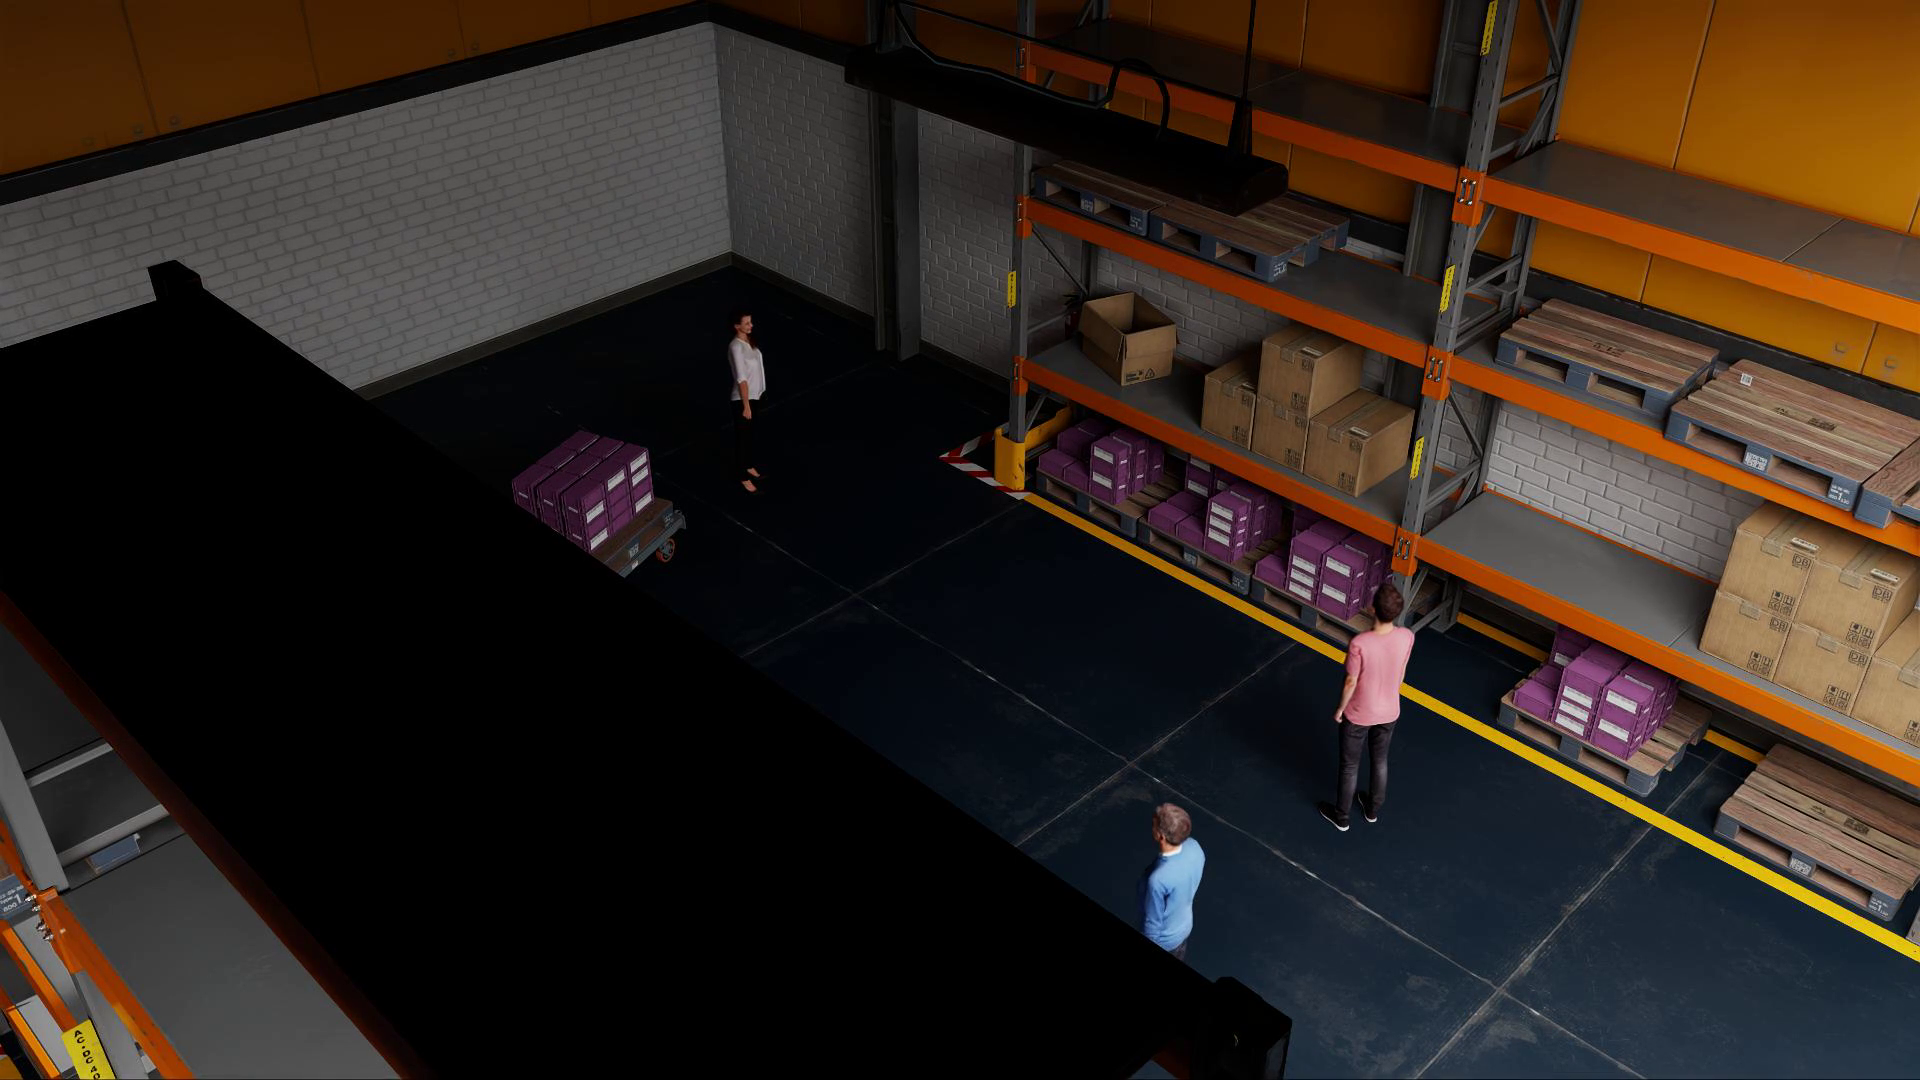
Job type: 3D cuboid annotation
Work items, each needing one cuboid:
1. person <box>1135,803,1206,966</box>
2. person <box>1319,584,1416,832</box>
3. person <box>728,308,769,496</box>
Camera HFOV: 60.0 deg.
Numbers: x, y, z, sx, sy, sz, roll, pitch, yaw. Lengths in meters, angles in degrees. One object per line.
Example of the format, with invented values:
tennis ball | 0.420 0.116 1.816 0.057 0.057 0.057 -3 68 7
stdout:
person | 1.189 2.234 9.595 0.597 1.817 0.686 23 40 30
person | 2.746 1.130 11.129 0.703 1.958 0.705 -10 35 -14
person | -1.921 -1.255 14.865 0.721 1.794 0.685 3 34 5
